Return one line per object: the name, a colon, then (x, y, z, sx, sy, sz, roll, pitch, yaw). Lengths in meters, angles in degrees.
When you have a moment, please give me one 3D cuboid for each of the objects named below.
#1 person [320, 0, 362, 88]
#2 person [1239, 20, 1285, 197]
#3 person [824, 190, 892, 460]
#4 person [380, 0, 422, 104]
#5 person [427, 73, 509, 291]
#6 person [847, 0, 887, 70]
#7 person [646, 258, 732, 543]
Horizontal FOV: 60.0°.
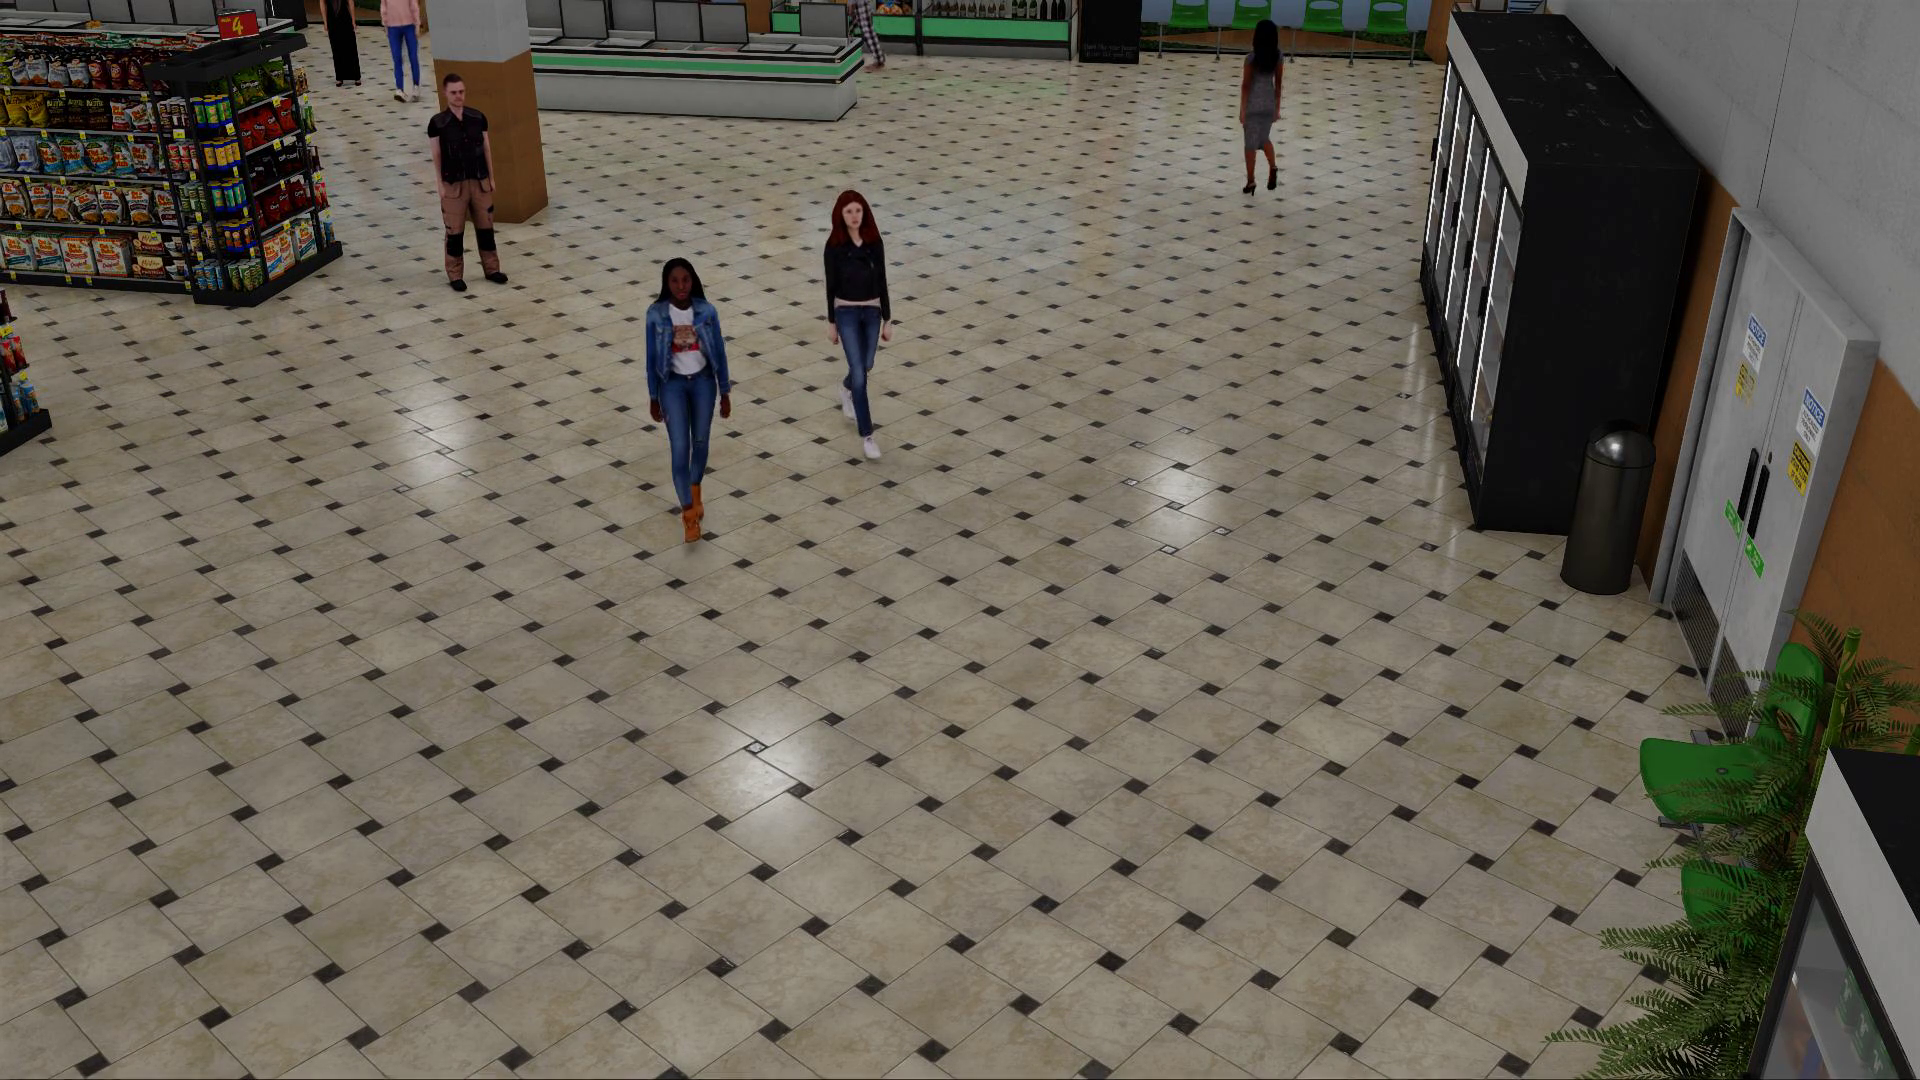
person: (-8.158, -6.807, 21.886, 0.585, 1.604, 0.708, -7, 28, -14)
person: (3.054, -4.307, 16.777, 0.852, 1.767, 0.833, -7, 28, -13)
person: (-0.703, -1.479, 11.221, 1.183, 1.747, 1.052, -10, 28, -18)
person: (-7.005, -6.425, 20.996, 1.098, 1.728, 0.915, -3, 27, -5)
person: (-4.260, -3.085, 14.290, 0.759, 1.837, 0.822, -17, 32, -30)
person: (-1.279, -7.326, 22.679, 1.160, 1.812, 0.811, -1, 27, -2)
person: (-1.675, -0.913, 10.169, 1.029, 1.691, 0.975, -8, 28, -16)
